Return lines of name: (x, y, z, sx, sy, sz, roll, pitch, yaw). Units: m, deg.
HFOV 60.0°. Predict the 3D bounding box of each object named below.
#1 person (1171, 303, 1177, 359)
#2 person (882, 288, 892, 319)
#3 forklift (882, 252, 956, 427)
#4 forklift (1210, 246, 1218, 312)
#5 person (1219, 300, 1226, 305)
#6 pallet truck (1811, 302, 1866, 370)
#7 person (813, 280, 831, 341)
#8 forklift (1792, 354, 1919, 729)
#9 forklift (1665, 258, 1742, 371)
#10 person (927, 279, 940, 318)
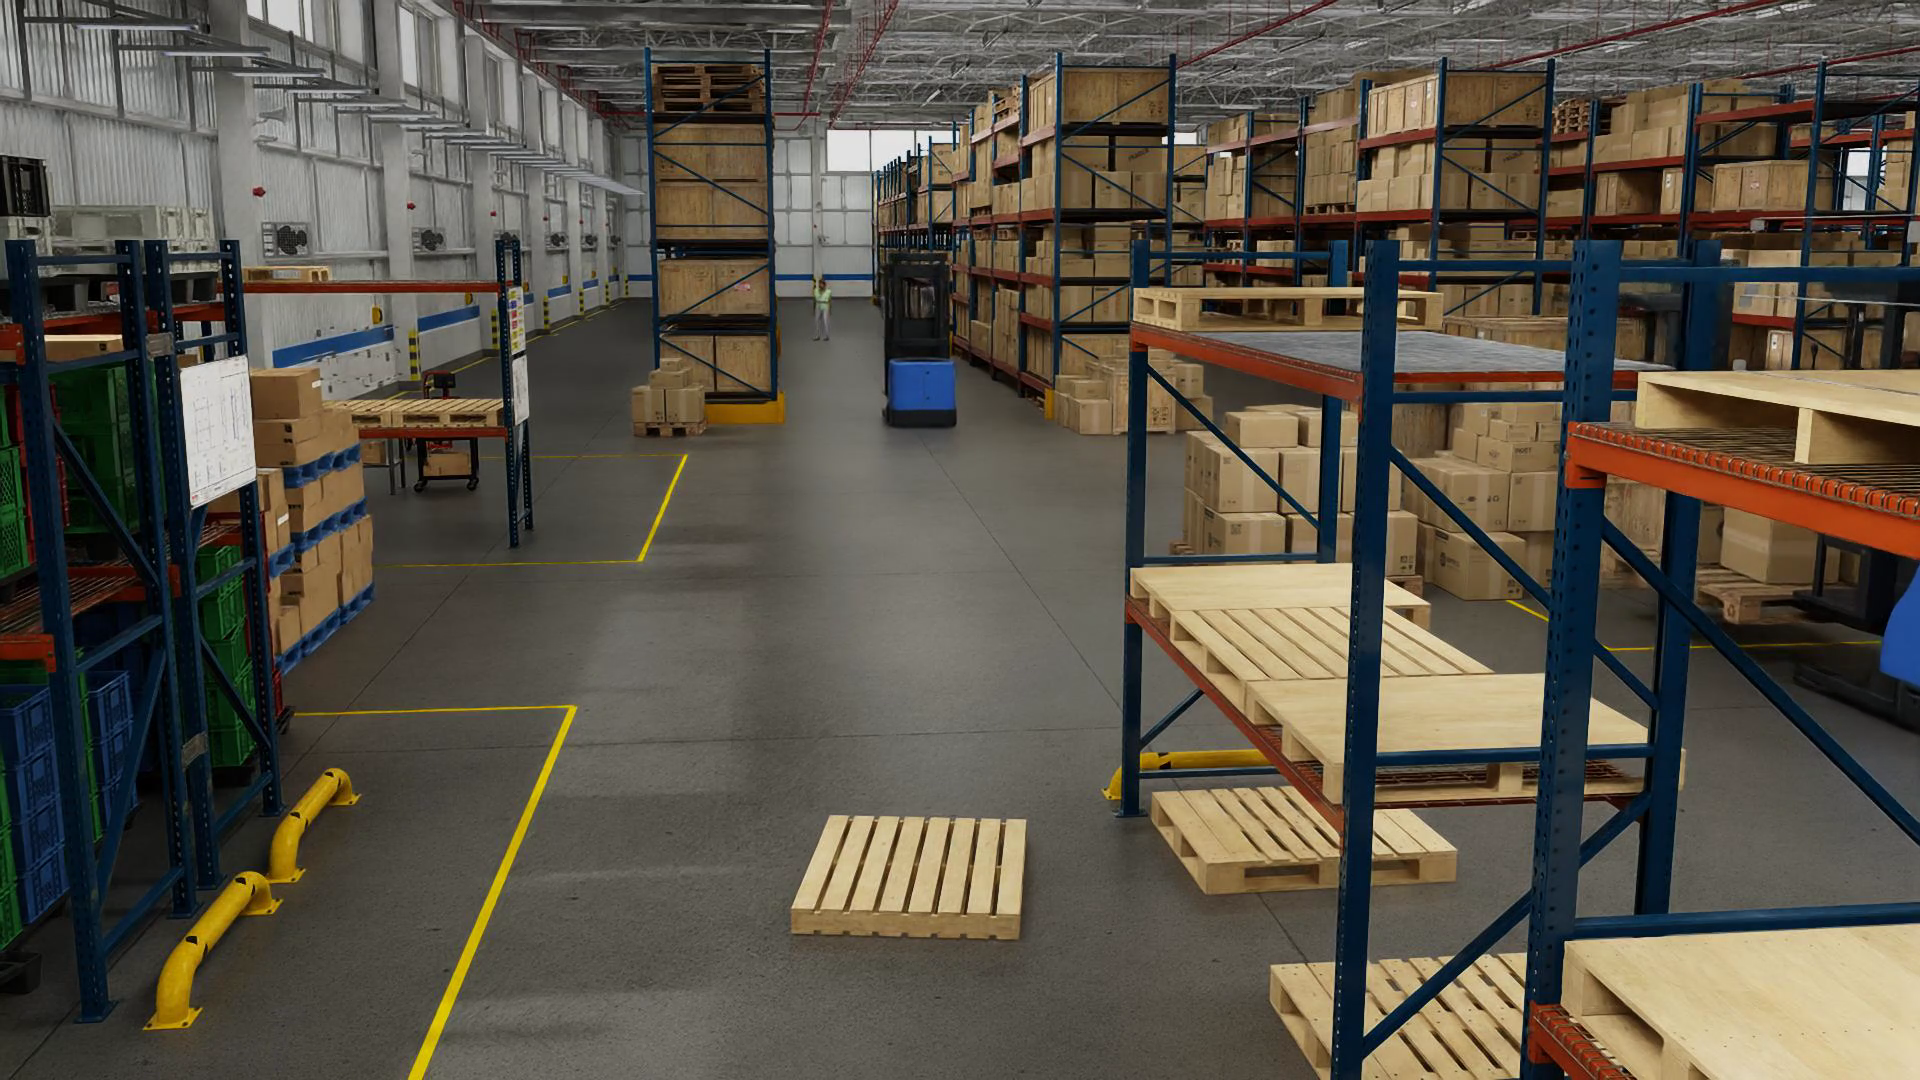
person: (5.175, -5.036, 40.385, 0.532, 1.600, 0.777, 4, 11, 22)
person: (-2.133, -6.843, 50.435, 0.503, 1.589, 0.862, -6, 12, -31)
forklift: (-0.673, -3.330, 27.386, 1.129, 2.768, 1.873, -1, 10, -6)
forklift: (8.878, -9.518, 61.671, 1.129, 2.768, 1.873, -1, 10, -6)
person: (9.796, -8.841, 61.346, 0.522, 1.645, 0.306, 6, 12, 30)
pallet truck: (15.846, -3.142, 28.793, 1.885, 1.965, 0.823, 2, 10, 12)
person: (-4.164, -6.954, 50.343, 0.571, 1.840, 0.373, 3, 11, 15)
forklift: (6.352, -0.243, 10.279, 1.129, 2.768, 1.873, -1, 10, -6)
forklift: (8.546, -1.867, 19.278, 1.873, 2.768, 1.129, -1, 10, -6)
person: (-0.690, -6.721, 48.951, 0.661, 1.873, 0.682, 3, 11, 15)
